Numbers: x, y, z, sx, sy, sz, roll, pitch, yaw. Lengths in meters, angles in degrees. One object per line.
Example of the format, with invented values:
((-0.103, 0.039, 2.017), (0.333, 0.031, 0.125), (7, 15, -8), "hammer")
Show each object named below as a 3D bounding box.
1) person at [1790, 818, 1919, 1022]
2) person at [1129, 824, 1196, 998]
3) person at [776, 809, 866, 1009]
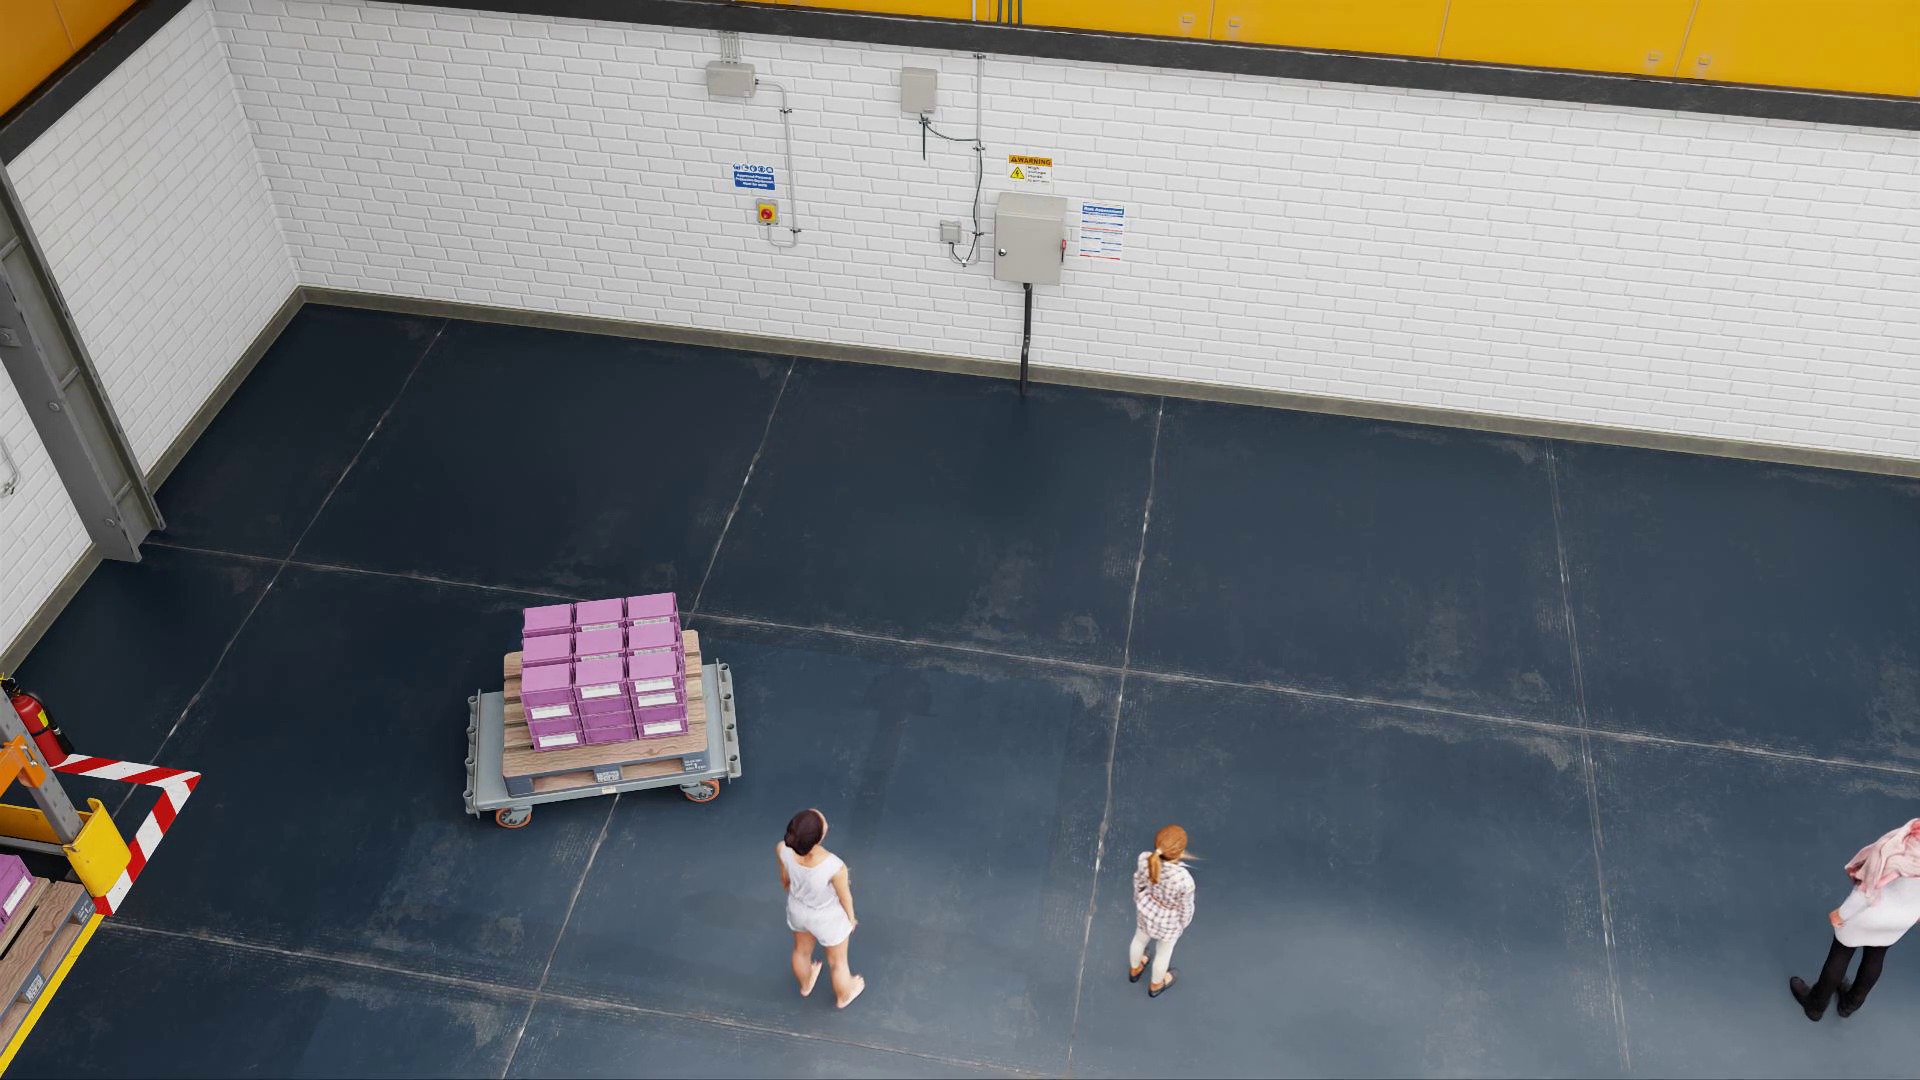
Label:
((4.815, 1.931, 8.686), (0.679, 1.803, 0.647), (-1, 44, -1), "person")
((1.074, 2.002, 8.972), (0.592, 1.305, 0.616), (32, 52, 29), "person")
((-0.756, 1.957, 8.804), (0.611, 1.604, 0.616), (16, 46, 17), "person")
